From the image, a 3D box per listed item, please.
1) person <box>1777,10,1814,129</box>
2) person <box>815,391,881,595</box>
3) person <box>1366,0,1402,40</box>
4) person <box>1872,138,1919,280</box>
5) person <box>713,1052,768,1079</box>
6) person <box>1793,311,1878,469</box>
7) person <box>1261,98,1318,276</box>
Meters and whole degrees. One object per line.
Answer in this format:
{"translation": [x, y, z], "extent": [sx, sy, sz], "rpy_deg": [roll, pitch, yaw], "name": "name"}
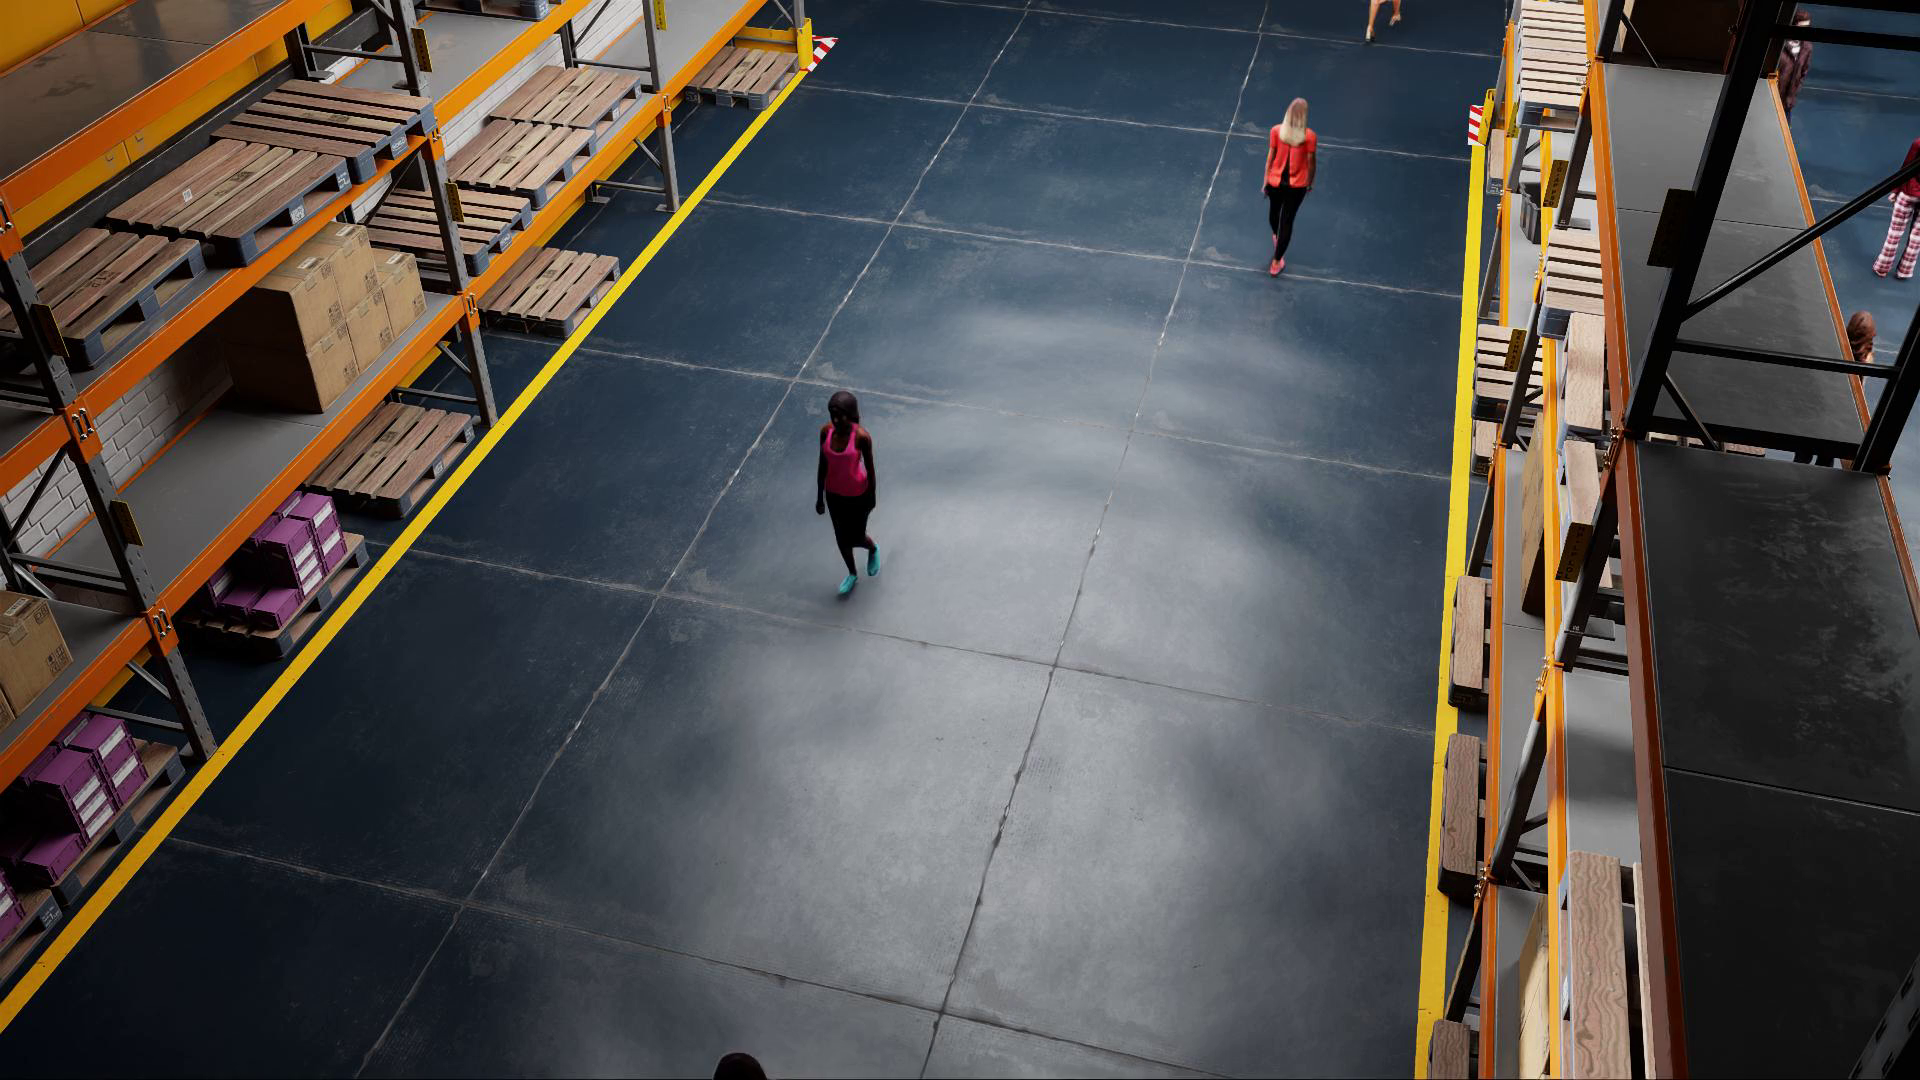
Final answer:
{"translation": [8.335, -4.597, 17.144], "extent": [0.897, 1.837, 0.920], "rpy_deg": [-8, 39, -10], "name": "person"}
{"translation": [-0.772, -0.384, 11.970], "extent": [0.612, 1.711, 0.712], "rpy_deg": [15, 41, 18], "name": "person"}
{"translation": [5.176, -6.948, 20.131], "extent": [0.834, 1.784, 1.172], "rpy_deg": [23, 44, 26], "name": "person"}
{"translation": [8.985, -3.238, 15.556], "extent": [0.634, 1.696, 0.526], "rpy_deg": [14, 41, 17], "name": "person"}
{"translation": [-0.899, 2.934, 7.756], "extent": [0.916, 1.785, 0.856], "rpy_deg": [-19, 43, -23], "name": "person"}
{"translation": [6.618, -0.961, 12.664], "extent": [0.639, 1.747, 0.608], "rpy_deg": [0, 39, -1], "name": "person"}
{"translation": [3.055, -3.295, 15.659], "extent": [0.719, 1.656, 1.083], "rpy_deg": [15, 41, 18], "name": "person"}
